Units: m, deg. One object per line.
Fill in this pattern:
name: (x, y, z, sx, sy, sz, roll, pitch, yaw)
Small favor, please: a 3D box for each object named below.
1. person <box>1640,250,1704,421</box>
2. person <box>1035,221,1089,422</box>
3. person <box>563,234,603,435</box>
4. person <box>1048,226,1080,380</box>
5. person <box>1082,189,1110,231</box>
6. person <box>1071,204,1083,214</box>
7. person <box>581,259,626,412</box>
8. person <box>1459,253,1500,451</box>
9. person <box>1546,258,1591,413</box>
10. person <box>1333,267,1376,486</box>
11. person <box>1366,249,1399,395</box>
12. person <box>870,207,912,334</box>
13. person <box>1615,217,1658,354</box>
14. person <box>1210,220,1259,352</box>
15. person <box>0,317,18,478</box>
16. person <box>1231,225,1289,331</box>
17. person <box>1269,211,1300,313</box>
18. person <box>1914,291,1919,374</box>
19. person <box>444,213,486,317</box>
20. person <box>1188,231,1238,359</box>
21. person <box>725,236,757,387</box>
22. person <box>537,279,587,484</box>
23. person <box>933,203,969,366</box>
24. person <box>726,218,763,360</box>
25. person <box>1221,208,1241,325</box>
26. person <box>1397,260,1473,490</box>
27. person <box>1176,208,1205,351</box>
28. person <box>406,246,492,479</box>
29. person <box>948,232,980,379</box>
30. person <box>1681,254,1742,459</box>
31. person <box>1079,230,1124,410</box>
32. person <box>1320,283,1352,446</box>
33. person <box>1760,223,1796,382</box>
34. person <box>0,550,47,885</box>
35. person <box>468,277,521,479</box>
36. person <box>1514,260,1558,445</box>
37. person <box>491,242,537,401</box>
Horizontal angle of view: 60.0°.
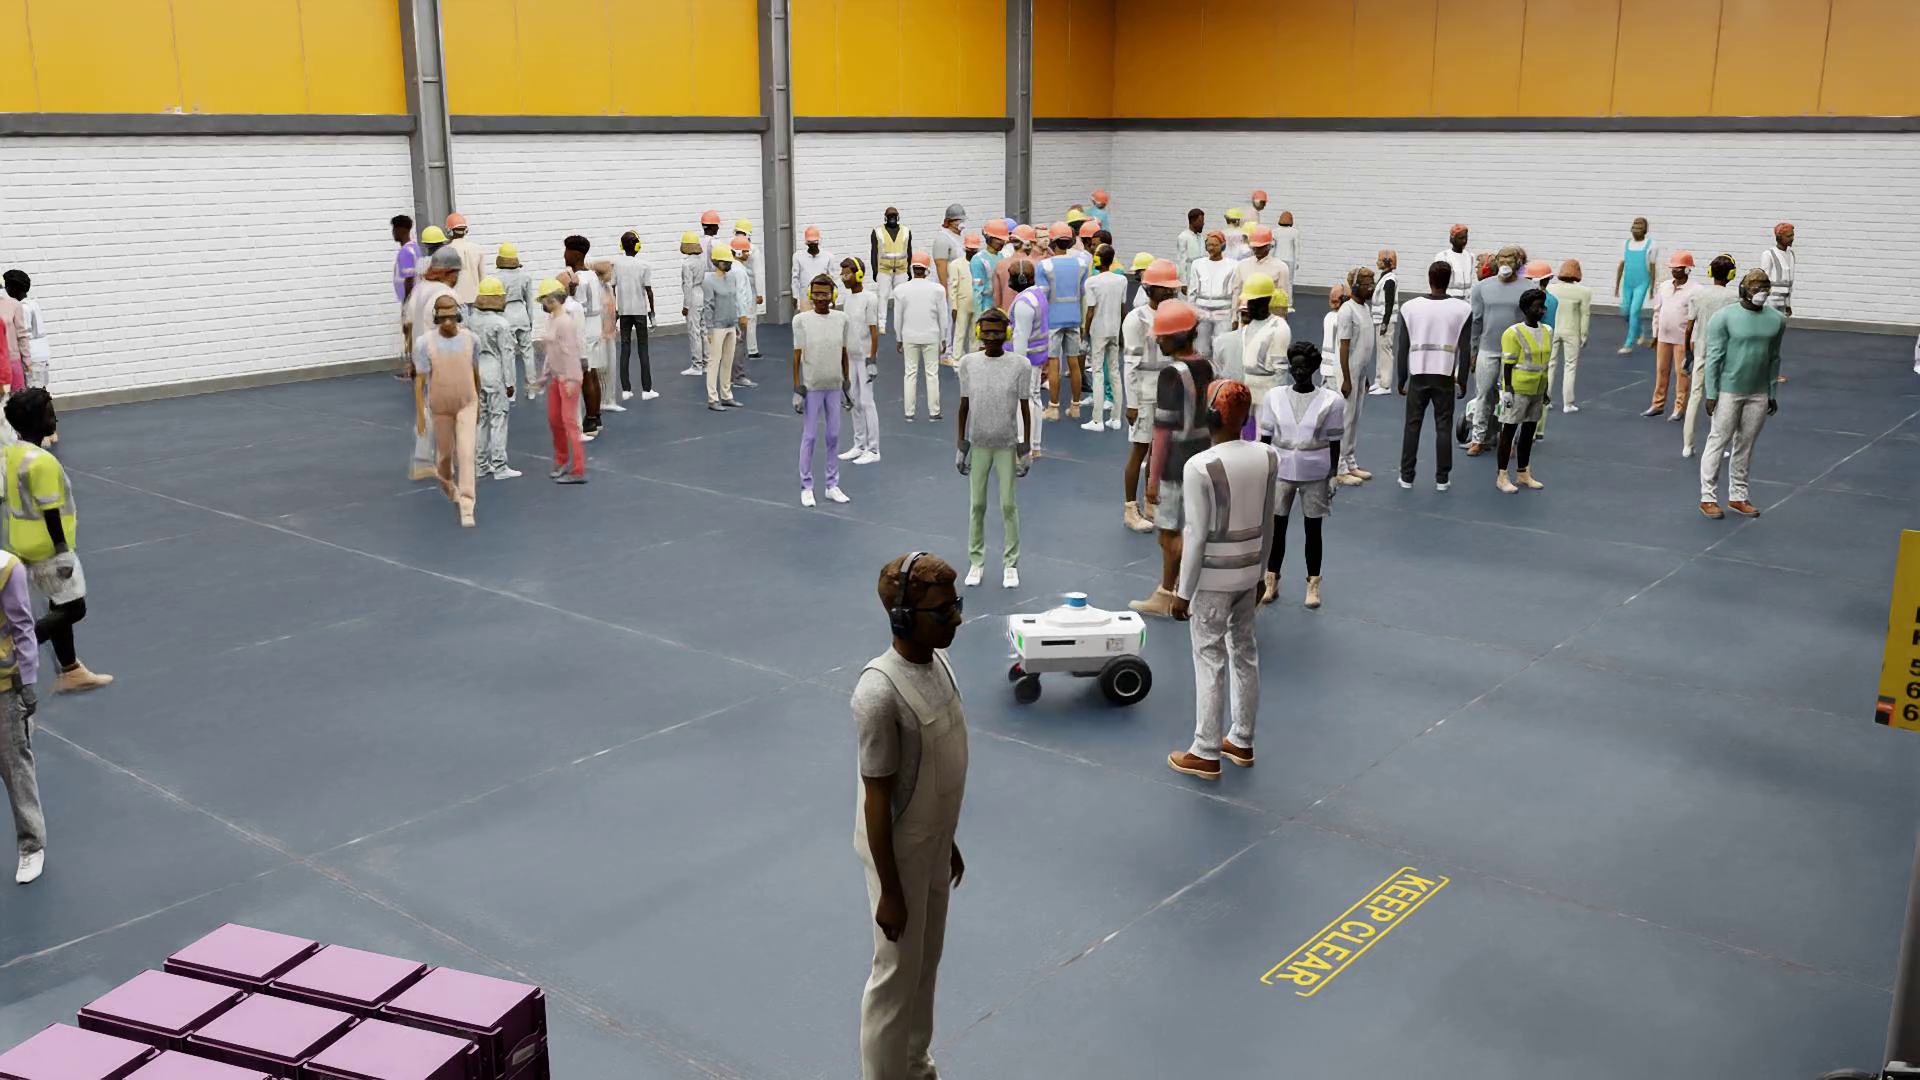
person: (7.381, -2.108, 17.178, 0.335, 1.753, 0.563, -8, 16, -29)
person: (1.026, -2.239, 17.114, 0.607, 2.045, 0.390, -6, 15, -22)
person: (-3.720, -2.013, 16.368, 0.367, 1.966, 0.607, 0, 14, 1)
person: (1.280, -2.824, 19.886, 0.516, 1.834, 0.354, -7, 16, -25)
person: (2.233, -4.820, 27.571, 0.420, 1.979, 0.631, -9, 17, -32)
person: (2.086, -5.103, 29.403, 0.312, 1.634, 0.514, 3, 14, 10)
person: (-3.863, -2.156, 17.606, 0.509, 1.622, 0.546, 3, 14, 12)
person: (4.952, -1.756, 15.583, 0.375, 1.844, 0.567, 9, 17, 32)
person: (6.424, -2.170, 17.690, 0.500, 1.628, 0.278, 11, 18, 38)
person: (3.356, -1.393, 14.137, 0.344, 1.846, 0.507, 8, 16, 30)
person: (4.798, -2.463, 18.829, 0.308, 1.640, 0.511, 1, 14, 5)
person: (-0.991, -3.928, 24.274, 0.628, 1.843, 0.429, -4, 14, -14)
person: (9.084, -3.414, 22.280, 0.717, 1.824, 0.509, -12, 18, -39)
person: (3.630, -3.216, 21.502, 0.762, 1.812, 0.574, 1, 14, 3)
person: (-8.419, -1.403, 14.393, 0.578, 1.737, 0.355, 12, 18, 40)
person: (3.129, -2.301, 17.479, 0.608, 1.988, 0.387, 9, 17, 31)
person: (5.276, -4.520, 27.062, 0.500, 1.633, 0.279, 6, 15, 22)
person: (12.047, -2.958, 20.315, 0.699, 1.903, 0.402, -3, 14, -13)
person: (-5.876, -2.846, 19.641, 0.395, 1.994, 0.612, 12, 18, 40)
person: (2.772, -2.435, 18.223, 0.584, 1.882, 0.346, 6, 15, 22)
person: (-2.560, -2.674, 19.447, 0.345, 1.746, 0.573, -5, 15, -18)
person: (-3.401, -1.361, 14.262, 0.343, 1.715, 0.584, -7, 16, -26)
person: (-0.029, -3.250, 21.161, 0.539, 2.000, 0.689, 7, 16, 25)
person: (-2.804, -3.248, 21.592, 0.593, 1.826, 0.403, 8, 16, 28)
person: (4.140, -4.175, 25.414, 0.308, 1.769, 0.525, -5, 15, -19)
person: (3.962, -1.372, 13.939, 0.592, 1.907, 0.407, 5, 15, 17)
person: (3.101, -3.519, 22.508, 0.387, 1.910, 0.593, 9, 17, 33)
person: (-4.446, -1.593, 14.539, 1.027, 2.000, 0.702, -13, 19, -42)
person: (0.127, -2.819, 20.023, 0.563, 1.750, 0.325, -9, 17, -32)
person: (6.872, -1.666, 15.178, 0.532, 1.871, 0.319, 11, 18, 37)
person: (1.536, -2.358, 17.843, 0.390, 1.920, 0.587, -7, 16, -27)
person: (3.369, -1.466, 14.845, 0.309, 1.641, 0.513, -2, 14, -8)
person: (9.646, -2.797, 19.670, 0.576, 1.883, 0.354, -10, 17, -34)
person: (-3.938, 0.588, 6.640, 0.514, 1.640, 0.310, -1, 14, -6)
person: (-4.026, -1.396, 14.380, 0.480, 1.731, 0.354, 8, 16, 30)
person: (5.468, -1.785, 15.888, 0.333, 1.749, 0.574, 11, 18, 37)
person: (-4.952, -2.414, 18.420, 0.487, 1.746, 0.290, -11, 18, -38)
